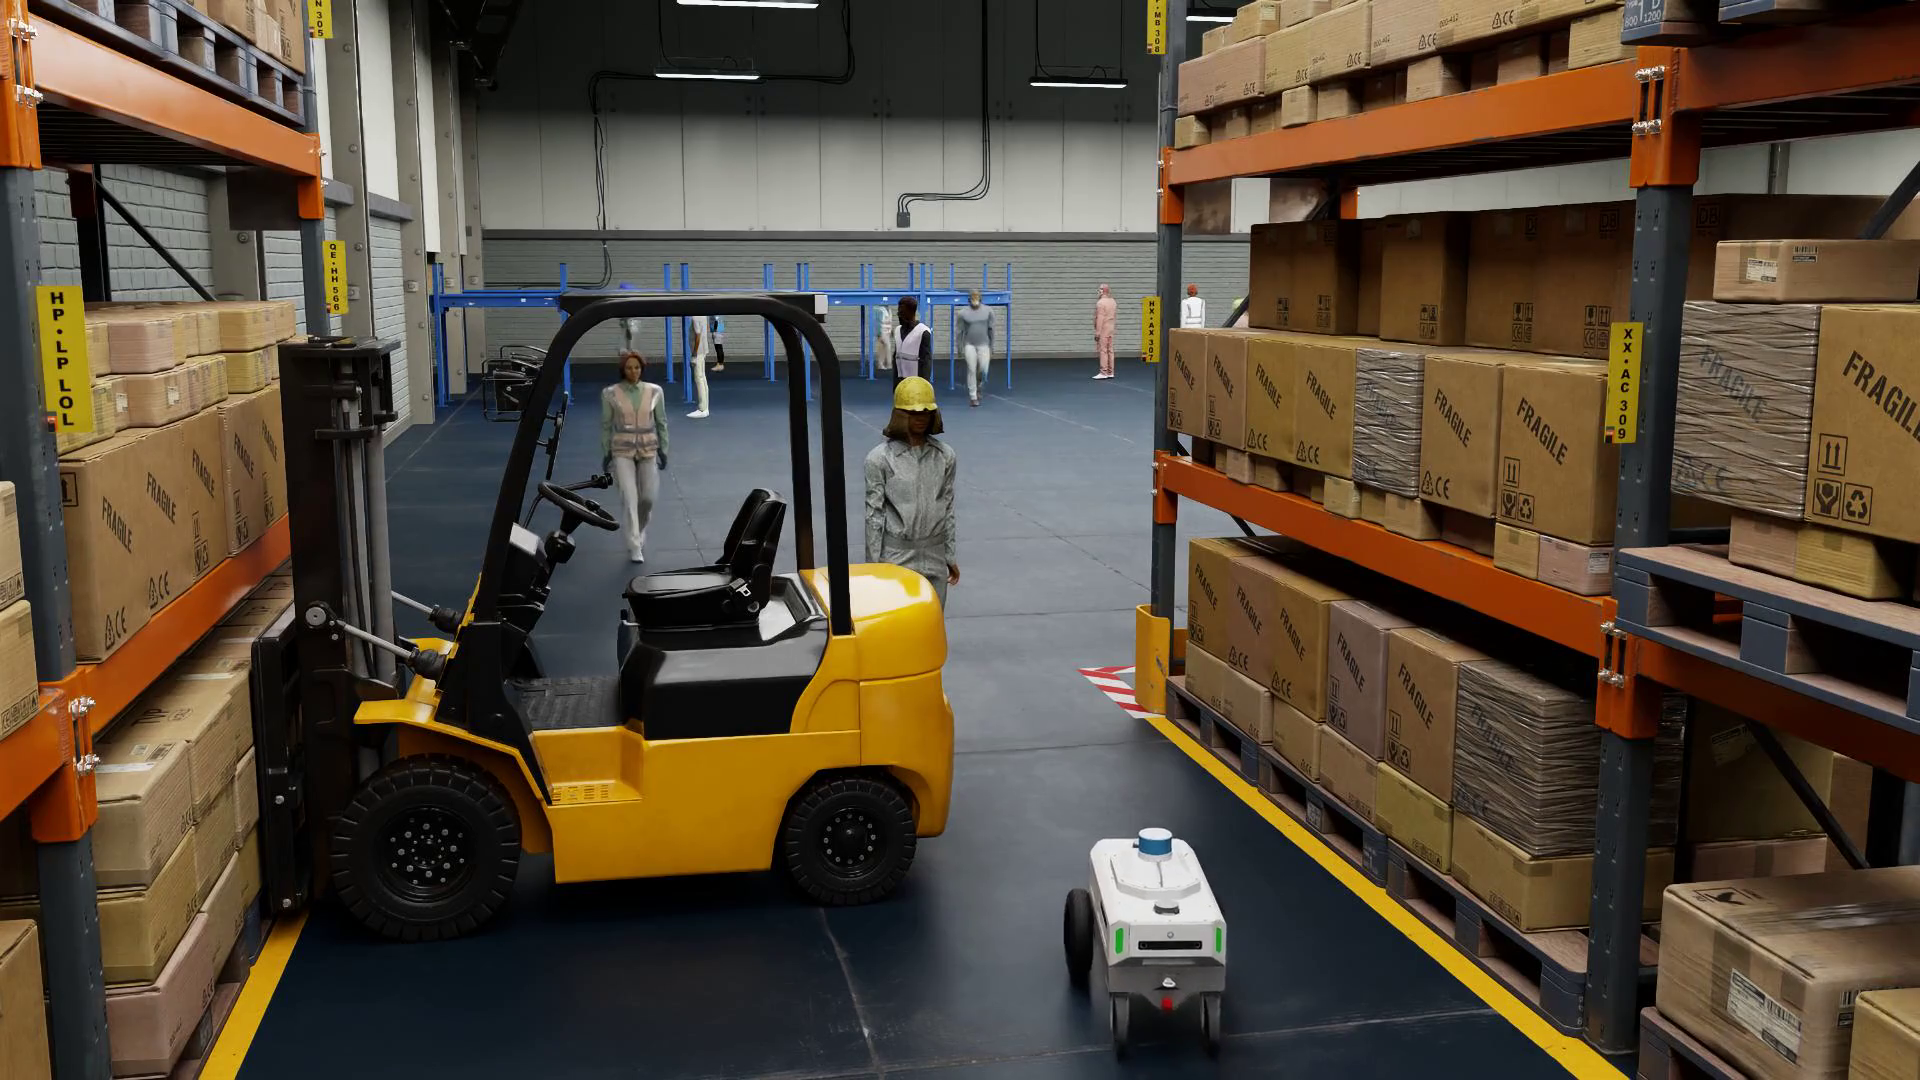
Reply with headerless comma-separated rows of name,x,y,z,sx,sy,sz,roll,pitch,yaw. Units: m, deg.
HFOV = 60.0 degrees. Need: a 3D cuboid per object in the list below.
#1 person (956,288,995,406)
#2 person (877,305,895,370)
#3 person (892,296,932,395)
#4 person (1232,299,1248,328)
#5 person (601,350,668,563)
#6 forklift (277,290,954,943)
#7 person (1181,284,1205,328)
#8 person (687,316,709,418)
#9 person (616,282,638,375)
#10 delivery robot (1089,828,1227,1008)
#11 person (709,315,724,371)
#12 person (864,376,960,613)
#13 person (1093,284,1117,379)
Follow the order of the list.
person,0.251,-3.146,27.090,0.654,1.919,0.481,-1,9,-5
person,-1.558,-4.527,36.417,0.683,1.614,0.541,4,10,24
person,-0.548,-1.813,18.977,0.373,1.915,0.596,-8,12,-40
person,4.847,-3.262,28.474,0.542,1.696,0.878,-4,10,-24
person,-2.541,-0.672,12.935,0.522,1.619,0.650,-4,10,-23
forklift,-1.179,0.175,6.143,2.313,2.155,1.214,-2,10,-12
person,4.971,-4.522,35.595,0.575,1.882,0.360,-4,10,-23
person,-3.965,-2.784,25.058,0.329,1.865,0.514,1,9,4
person,-6.975,-4.374,34.548,0.559,1.932,0.631,-1,9,-7
delivery robot,0.591,1.123,5.065,0.477,0.478,0.707,0,9,-1
person,-5.295,-4.528,36.191,0.316,1.695,0.542,1,9,3
person,-0.215,0.099,7.849,0.492,1.742,0.323,-6,11,-31
person,2.896,-4.205,33.590,0.401,1.906,0.650,6,11,34
